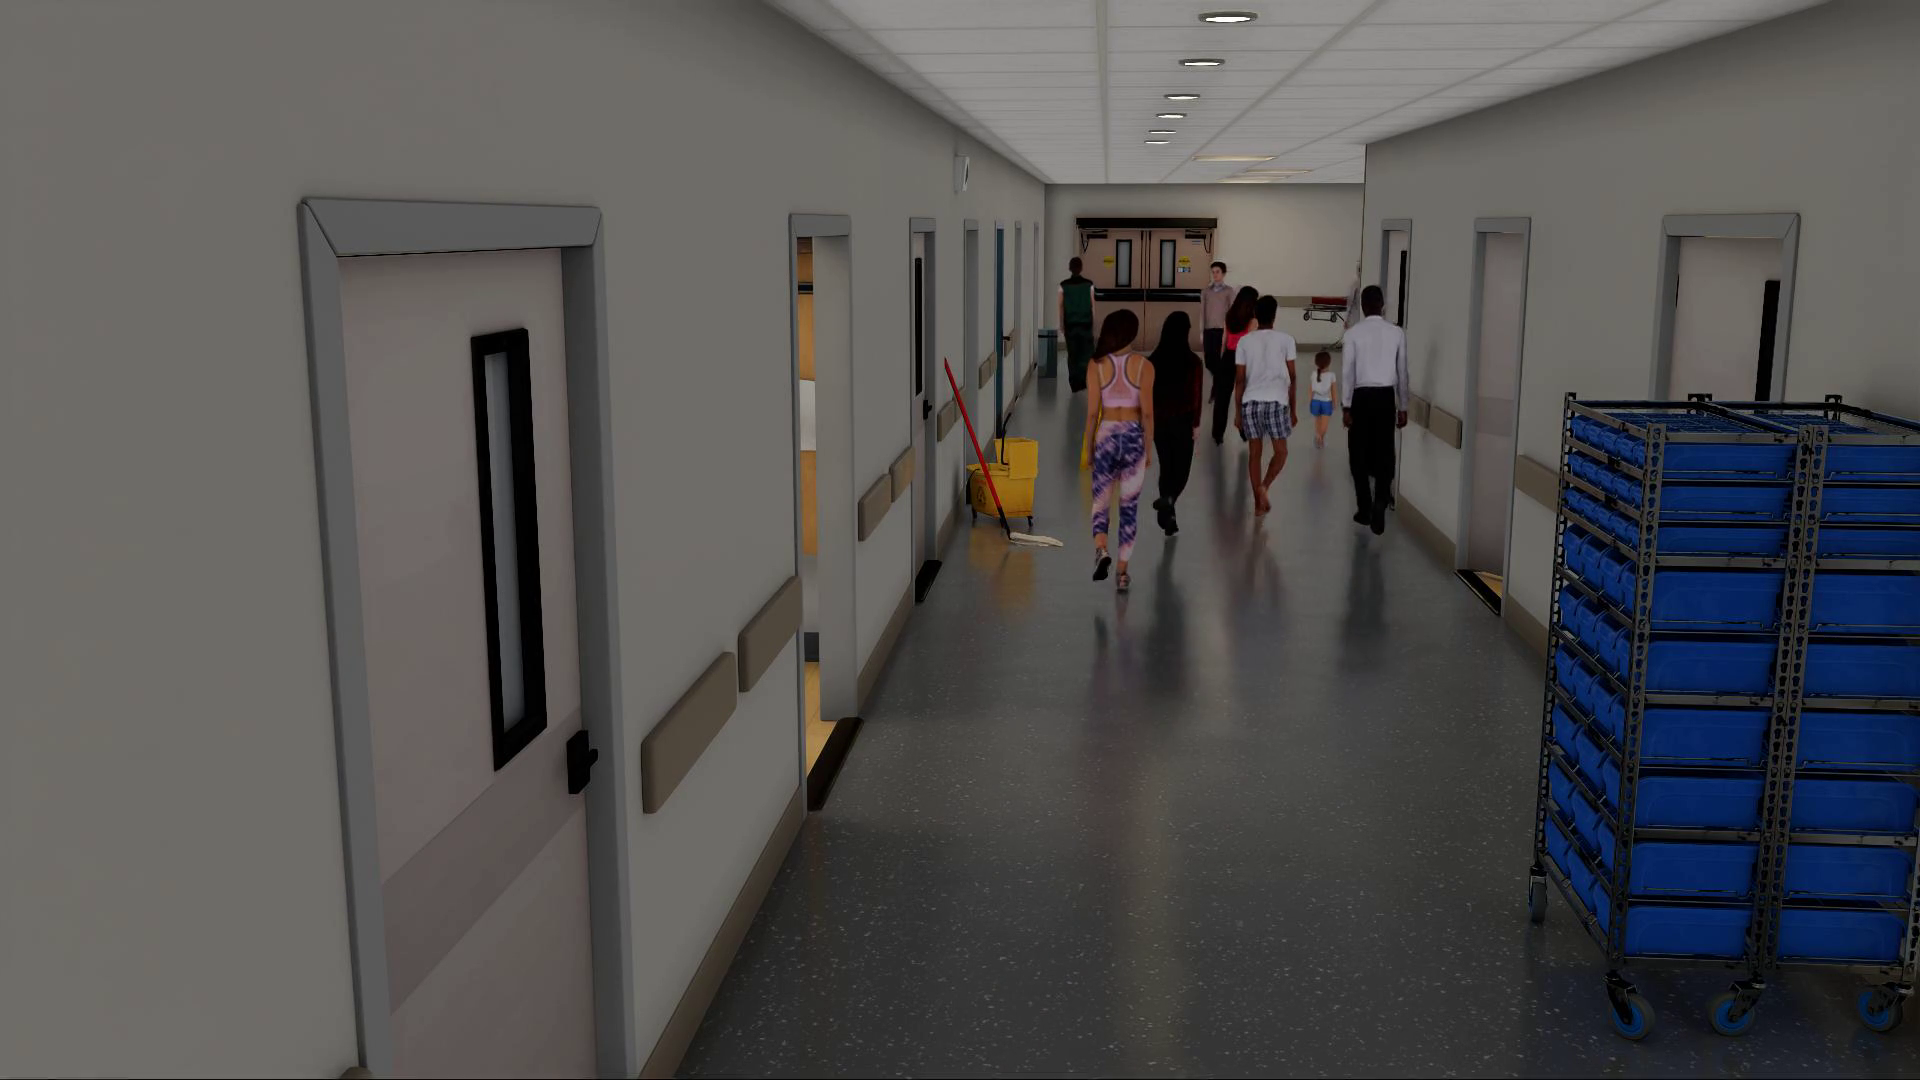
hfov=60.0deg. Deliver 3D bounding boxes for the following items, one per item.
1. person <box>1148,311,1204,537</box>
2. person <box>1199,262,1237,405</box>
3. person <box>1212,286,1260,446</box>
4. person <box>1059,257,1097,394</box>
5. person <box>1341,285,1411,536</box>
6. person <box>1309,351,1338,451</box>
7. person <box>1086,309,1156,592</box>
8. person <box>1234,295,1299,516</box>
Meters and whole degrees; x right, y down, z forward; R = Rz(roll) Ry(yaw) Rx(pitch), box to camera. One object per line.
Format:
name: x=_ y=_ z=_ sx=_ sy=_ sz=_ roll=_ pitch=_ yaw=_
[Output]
person: x=1.522 y=-0.810 z=12.025 sx=0.740 sy=1.639 sz=0.928 roll=4 pitch=12 yaw=22
person: x=3.321 y=-2.651 z=21.312 sx=0.797 sy=1.794 sz=1.015 roll=4 pitch=12 yaw=22
person: x=2.799 y=-1.727 z=16.924 sx=1.024 sy=1.614 sz=1.187 roll=8 pitch=13 yaw=35
person: x=1.593 y=-2.908 z=22.551 sx=0.672 sy=1.832 sz=0.664 roll=2 pitch=11 yaw=8
person: x=3.021 y=-0.915 z=12.158 sx=0.680 sy=1.795 sz=1.227 roll=2 pitch=11 yaw=9
person: x=3.654 y=-1.403 z=16.832 sx=0.563 sy=1.011 sz=0.712 roll=5 pitch=12 yaw=26
person: x=0.989 y=-0.527 z=10.216 sx=0.587 sy=1.757 sz=0.842 roll=1 pitch=11 yaw=7
person: x=2.360 y=-1.019 z=12.904 sx=0.782 sy=1.722 sz=0.922 roll=4 pitch=11 yaw=20
